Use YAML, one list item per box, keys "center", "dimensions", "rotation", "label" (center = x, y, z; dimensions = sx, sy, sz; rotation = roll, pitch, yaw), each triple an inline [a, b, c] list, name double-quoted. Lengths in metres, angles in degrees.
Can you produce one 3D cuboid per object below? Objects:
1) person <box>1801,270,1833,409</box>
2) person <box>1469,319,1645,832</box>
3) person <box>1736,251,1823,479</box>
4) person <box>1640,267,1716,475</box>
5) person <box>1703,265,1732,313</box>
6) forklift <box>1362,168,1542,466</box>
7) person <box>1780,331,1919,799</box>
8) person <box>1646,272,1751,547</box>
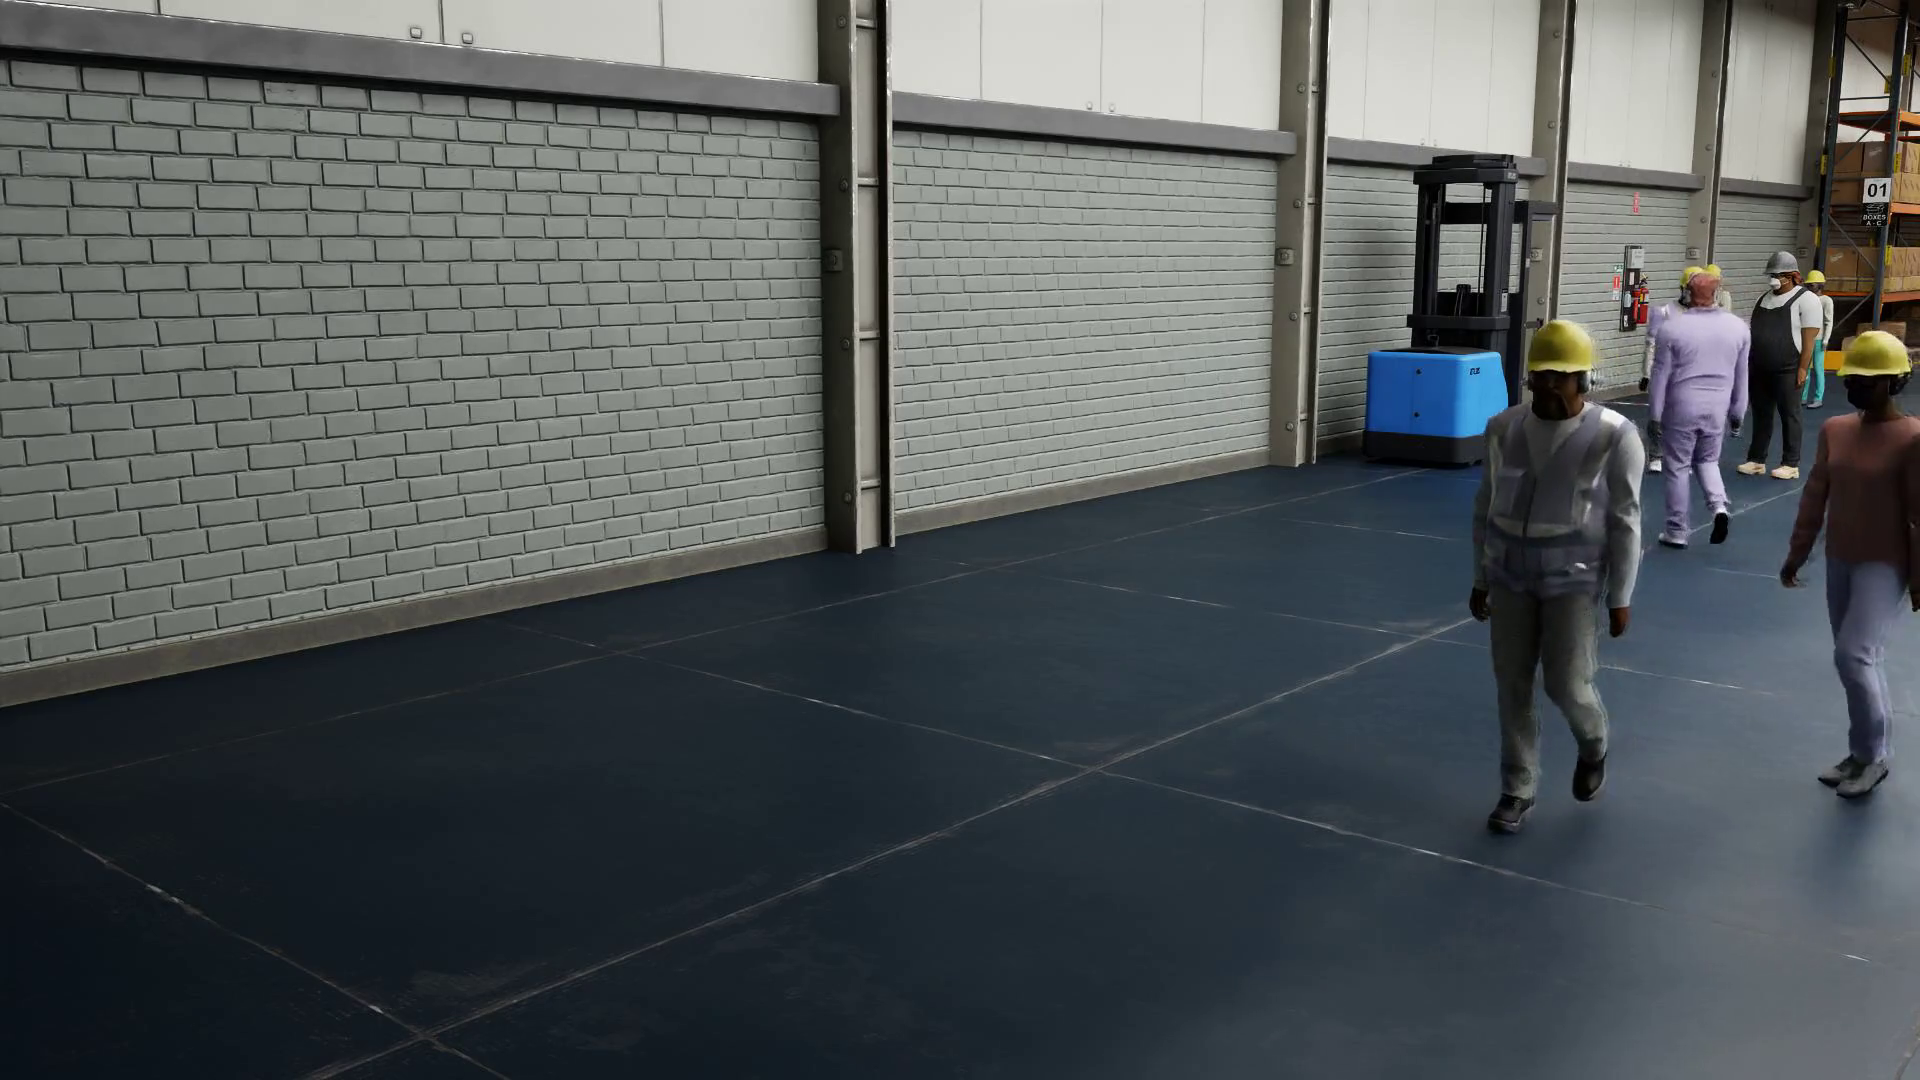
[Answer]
- center: [10.993, -2.589, 21.485]
  dimensions: [0.326, 1.767, 0.533]
  rotation: [-3, 10, -18]
  label: "person"
- center: [2.109, 0.123, 5.919]
  dimensions: [0.593, 1.818, 0.497]
  rotation: [9, 13, 42]
  label: "person"
- center: [7.354, -1.570, 15.022]
  dimensions: [0.536, 2.000, 0.676]
  rotation: [-4, 11, -24]
  label: "person"
- center: [6.561, -1.530, 15.122]
  dimensions: [0.729, 1.875, 0.682]
  rotation: [1, 10, 6]
  label: "person"
- center: [9.976, -2.753, 22.227]
  dimensions: [0.403, 1.833, 0.591]
  rotation: [-4, 11, -23]
  label: "person"
- center: [4.875, -2.212, 16.287]
  dimensions: [1.129, 2.768, 1.873]
  rotation: [8, 13, 40]
  label: "forklift"
- center: [3.382, 0.094, 6.274]
  dimensions: [0.509, 1.751, 0.533]
  rotation: [-2, 10, -14]
  label: "person"
- center: [5.030, -0.875, 11.349]
  dimensions: [0.666, 1.891, 0.537]
  rotation: [0, 10, -2]
  label: "person"
